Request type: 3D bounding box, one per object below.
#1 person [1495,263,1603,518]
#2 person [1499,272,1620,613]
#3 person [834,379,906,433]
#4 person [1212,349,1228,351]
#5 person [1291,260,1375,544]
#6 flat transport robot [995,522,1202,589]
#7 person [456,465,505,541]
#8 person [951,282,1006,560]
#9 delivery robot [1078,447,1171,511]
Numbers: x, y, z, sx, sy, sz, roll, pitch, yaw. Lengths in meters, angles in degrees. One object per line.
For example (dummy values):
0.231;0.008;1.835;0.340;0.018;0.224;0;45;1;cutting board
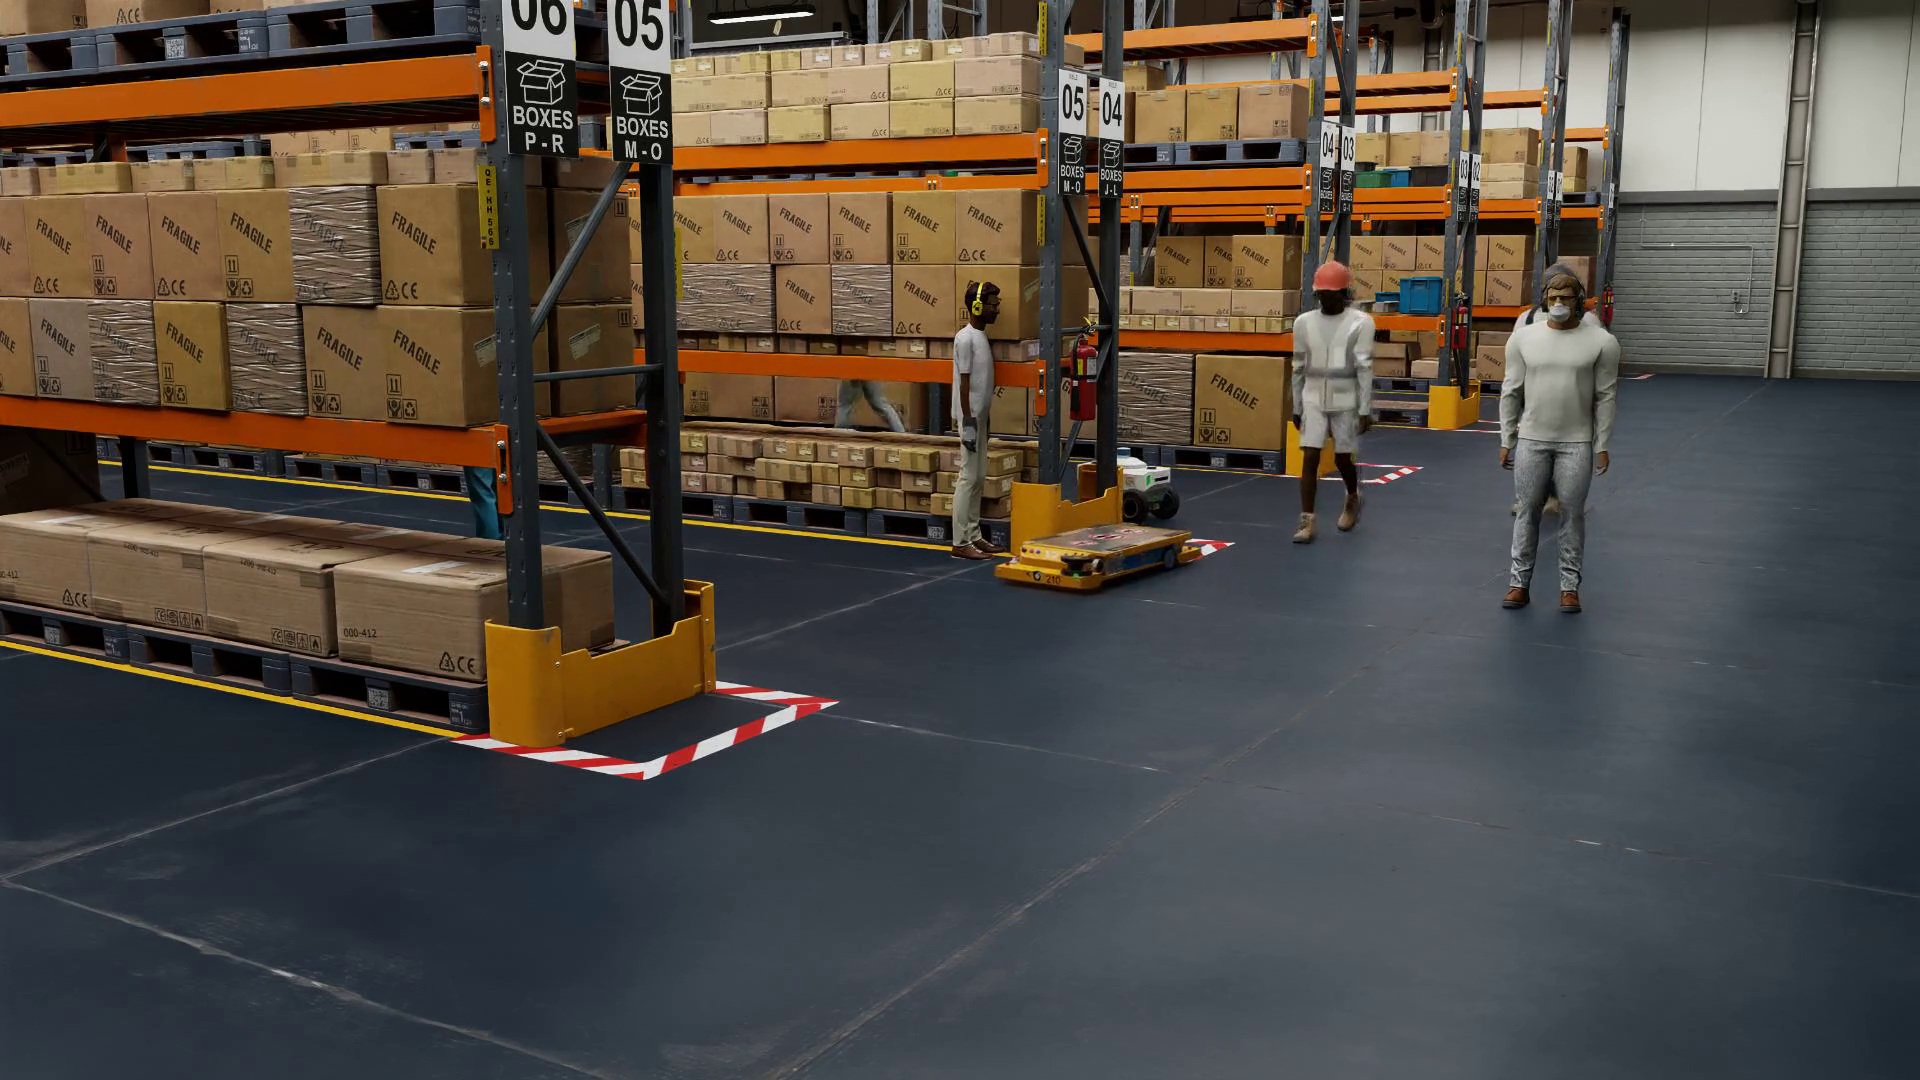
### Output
4.525;-1.158;12.765;1.077;2.000;0.690;-8;12;-39;person
3.407;-0.554;9.528;0.635;1.939;0.366;4;11;24;person
-0.945;-1.719;16.546;1.032;1.886;0.673;4;11;23;person
3.823;-2.957;23.660;0.431;1.923;0.634;9;13;43;person
2.684;-0.993;11.919;0.614;2.013;0.812;5;11;27;person
0.910;0.083;10.674;0.652;0.197;1.431;8;12;38;flat transport robot
-2.977;-0.657;10.400;0.373;1.843;0.571;2;10;10;person
0.115;-0.795;11.178;0.333;1.860;0.509;3;10;15;person
1.260;-0.470;12.808;0.707;0.478;0.477;8;13;40;delivery robot
